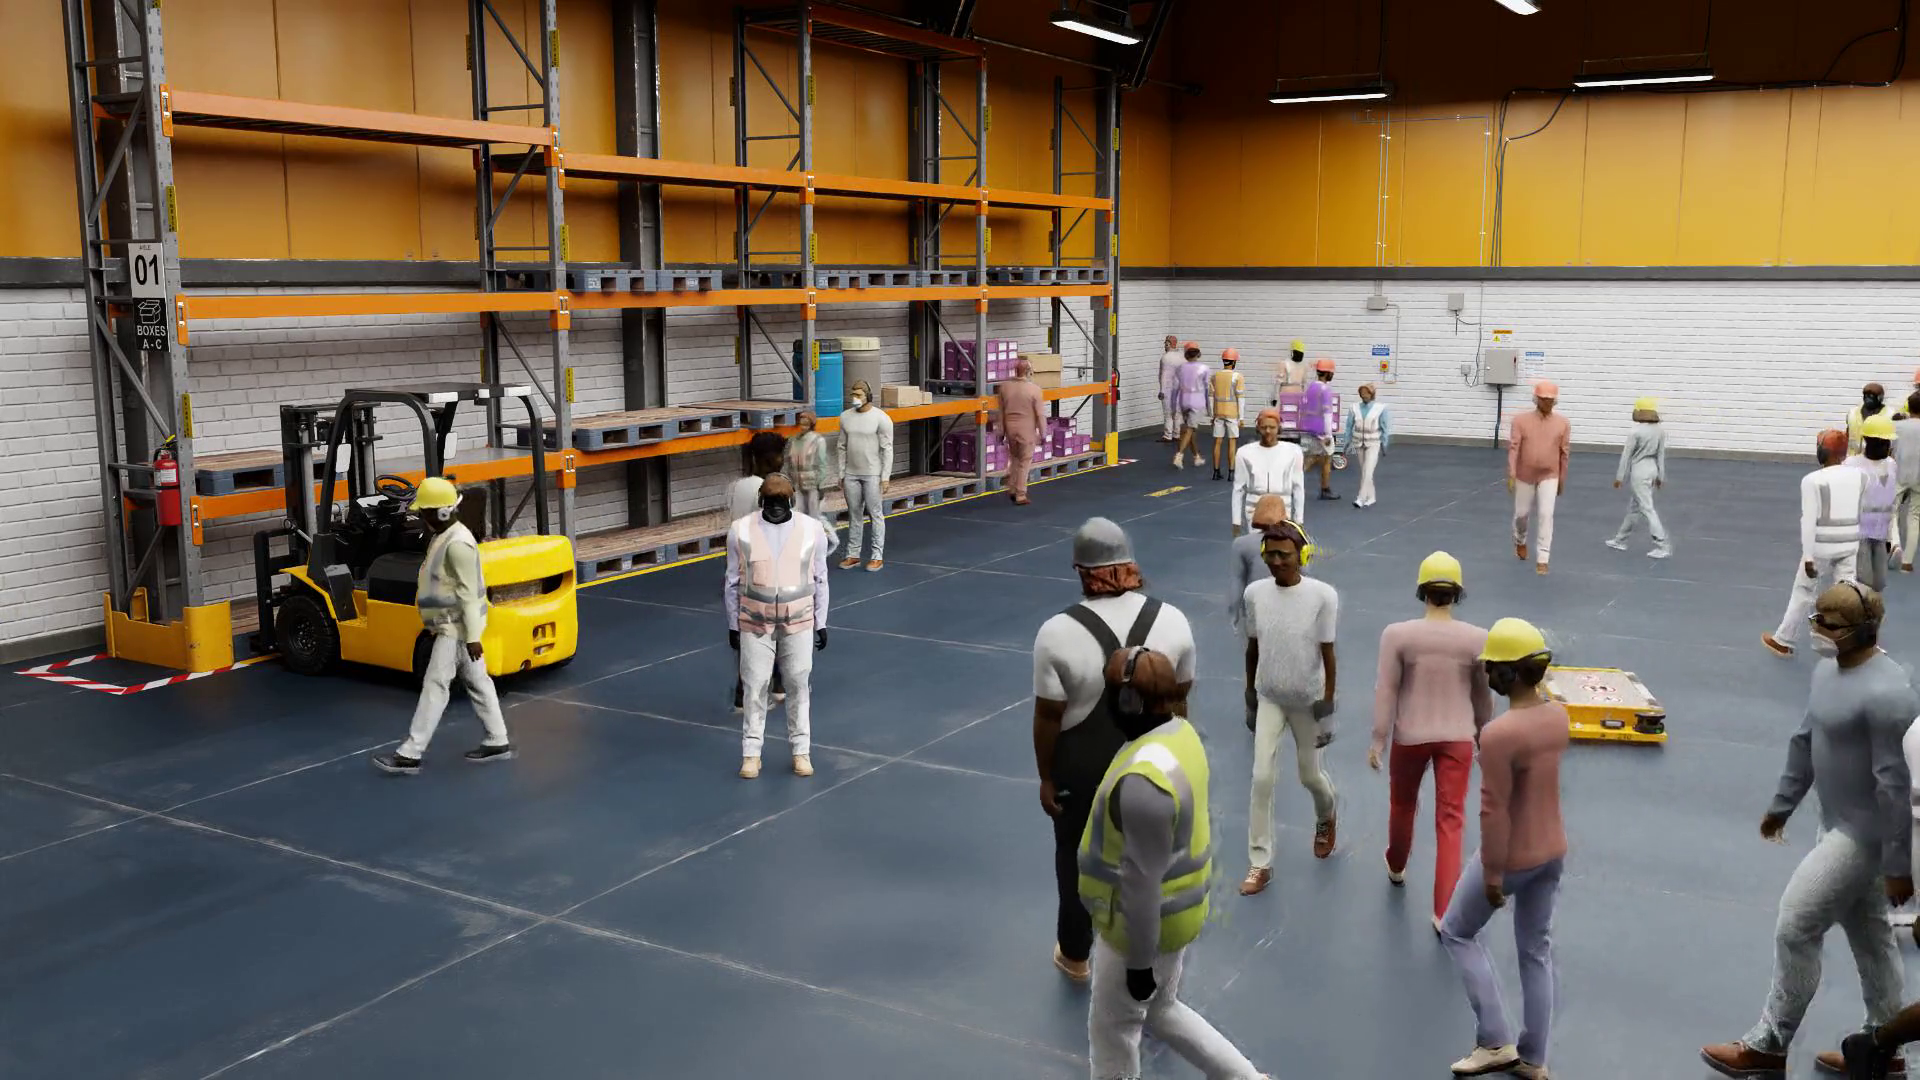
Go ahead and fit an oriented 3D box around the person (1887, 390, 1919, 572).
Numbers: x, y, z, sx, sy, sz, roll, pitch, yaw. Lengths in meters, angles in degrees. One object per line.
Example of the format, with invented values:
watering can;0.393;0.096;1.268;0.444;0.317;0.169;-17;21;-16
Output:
person;9.485;-0.574;16.648;0.551;1.854;0.556;5;10;28

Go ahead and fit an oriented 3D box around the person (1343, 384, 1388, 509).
person;5.170;-1.195;21.311;0.535;1.585;0.865;7;11;37

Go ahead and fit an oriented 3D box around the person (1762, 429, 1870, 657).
person;6.621;0.068;12.721;0.577;1.832;0.972;-1;9;-7

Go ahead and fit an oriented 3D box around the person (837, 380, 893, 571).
person;-0.971;-0.652;16.861;0.627;1.940;0.376;5;10;29

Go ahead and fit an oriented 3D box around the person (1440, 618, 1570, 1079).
person;2.048;1.159;6.154;0.511;1.748;0.407;-6;11;-33

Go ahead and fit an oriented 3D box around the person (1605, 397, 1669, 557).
person;7.310;-0.683;17.810;0.504;1.699;0.904;-5;10;-27

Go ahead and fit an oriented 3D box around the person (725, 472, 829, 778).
person;-1.092;0.508;9.950;0.621;1.838;0.429;-1;9;-7

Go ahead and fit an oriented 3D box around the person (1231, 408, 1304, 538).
person;2.606;-0.178;14.113;0.615;1.867;0.525;2;9;14

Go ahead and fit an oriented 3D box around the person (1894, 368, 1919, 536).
person;10.991;-1.019;19.076;0.637;1.973;0.578;1;9;6

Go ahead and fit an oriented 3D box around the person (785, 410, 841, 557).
person;-1.585;-0.570;17.445;0.579;1.615;0.699;6;11;34

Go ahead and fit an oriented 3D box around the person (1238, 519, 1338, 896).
person;1.665;0.784;8.253;0.511;1.839;0.847;5;10;29

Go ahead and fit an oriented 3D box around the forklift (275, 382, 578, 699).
forklift;-3.974;-0.067;12.417;2.313;2.155;1.214;5;11;30

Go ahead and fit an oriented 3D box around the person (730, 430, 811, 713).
person;-1.261;0.209;11.471;0.792;1.934;0.648;-5;11;-30

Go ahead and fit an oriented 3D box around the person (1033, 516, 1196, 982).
person;0.627;0.901;6.855;0.689;2.000;0.746;-2;9;-11

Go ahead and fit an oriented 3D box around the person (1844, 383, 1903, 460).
person;10.241;-0.872;18.687;0.944;1.801;0.639;-7;11;-37

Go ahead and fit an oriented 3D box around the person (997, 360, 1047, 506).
person;0.834;-1.398;21.677;0.672;1.886;0.575;6;11;32

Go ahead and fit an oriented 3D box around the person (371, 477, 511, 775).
person;-3.164;0.515;10.036;0.905;1.786;0.616;-4;10;-22

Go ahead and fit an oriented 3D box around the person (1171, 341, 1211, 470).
person;3.533;-2.071;25.627;0.602;1.988;1.069;6;11;35

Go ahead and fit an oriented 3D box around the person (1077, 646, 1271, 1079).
person;0.681;1.242;5.435;0.712;1.817;0.621;3;10;19

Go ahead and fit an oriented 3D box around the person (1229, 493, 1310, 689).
person;2.022;0.481;10.890;0.509;1.583;0.876;3;10;19

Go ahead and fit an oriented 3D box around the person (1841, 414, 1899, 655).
person;7.193;-0.067;13.309;0.594;1.909;0.637;-4;10;-24

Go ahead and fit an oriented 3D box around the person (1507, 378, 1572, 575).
person;5.888;-0.678;16.970;0.611;1.968;0.908;2;9;15

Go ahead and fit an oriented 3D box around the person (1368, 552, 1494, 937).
person;2.205;0.912;7.790;0.566;1.714;0.917;2;9;10

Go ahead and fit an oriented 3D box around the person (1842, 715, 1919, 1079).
person;3.382;1.164;5.594;0.574;1.917;0.581;-3;10;-20

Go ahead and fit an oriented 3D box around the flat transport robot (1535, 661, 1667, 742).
flat transport robot;4.296;1.077;11.255;0.652;0.197;1.431;2;9;11

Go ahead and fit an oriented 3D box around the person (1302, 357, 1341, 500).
person;4.731;-1.467;22.012;0.631;1.919;0.566;-3;10;-19

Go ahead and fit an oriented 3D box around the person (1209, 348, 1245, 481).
person;3.890;-1.821;24.164;0.549;1.936;0.376;7;11;37

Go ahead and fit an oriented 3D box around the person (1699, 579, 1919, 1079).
person;3.148;1.078;6.139;0.858;1.906;0.689;2;9;13

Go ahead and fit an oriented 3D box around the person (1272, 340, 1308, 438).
person;5.630;-2.396;27.915;0.606;1.877;0.921;-6;11;-33

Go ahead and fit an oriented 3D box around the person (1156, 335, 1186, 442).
person;3.745;-2.696;29.721;0.408;1.909;0.642;7;12;38
